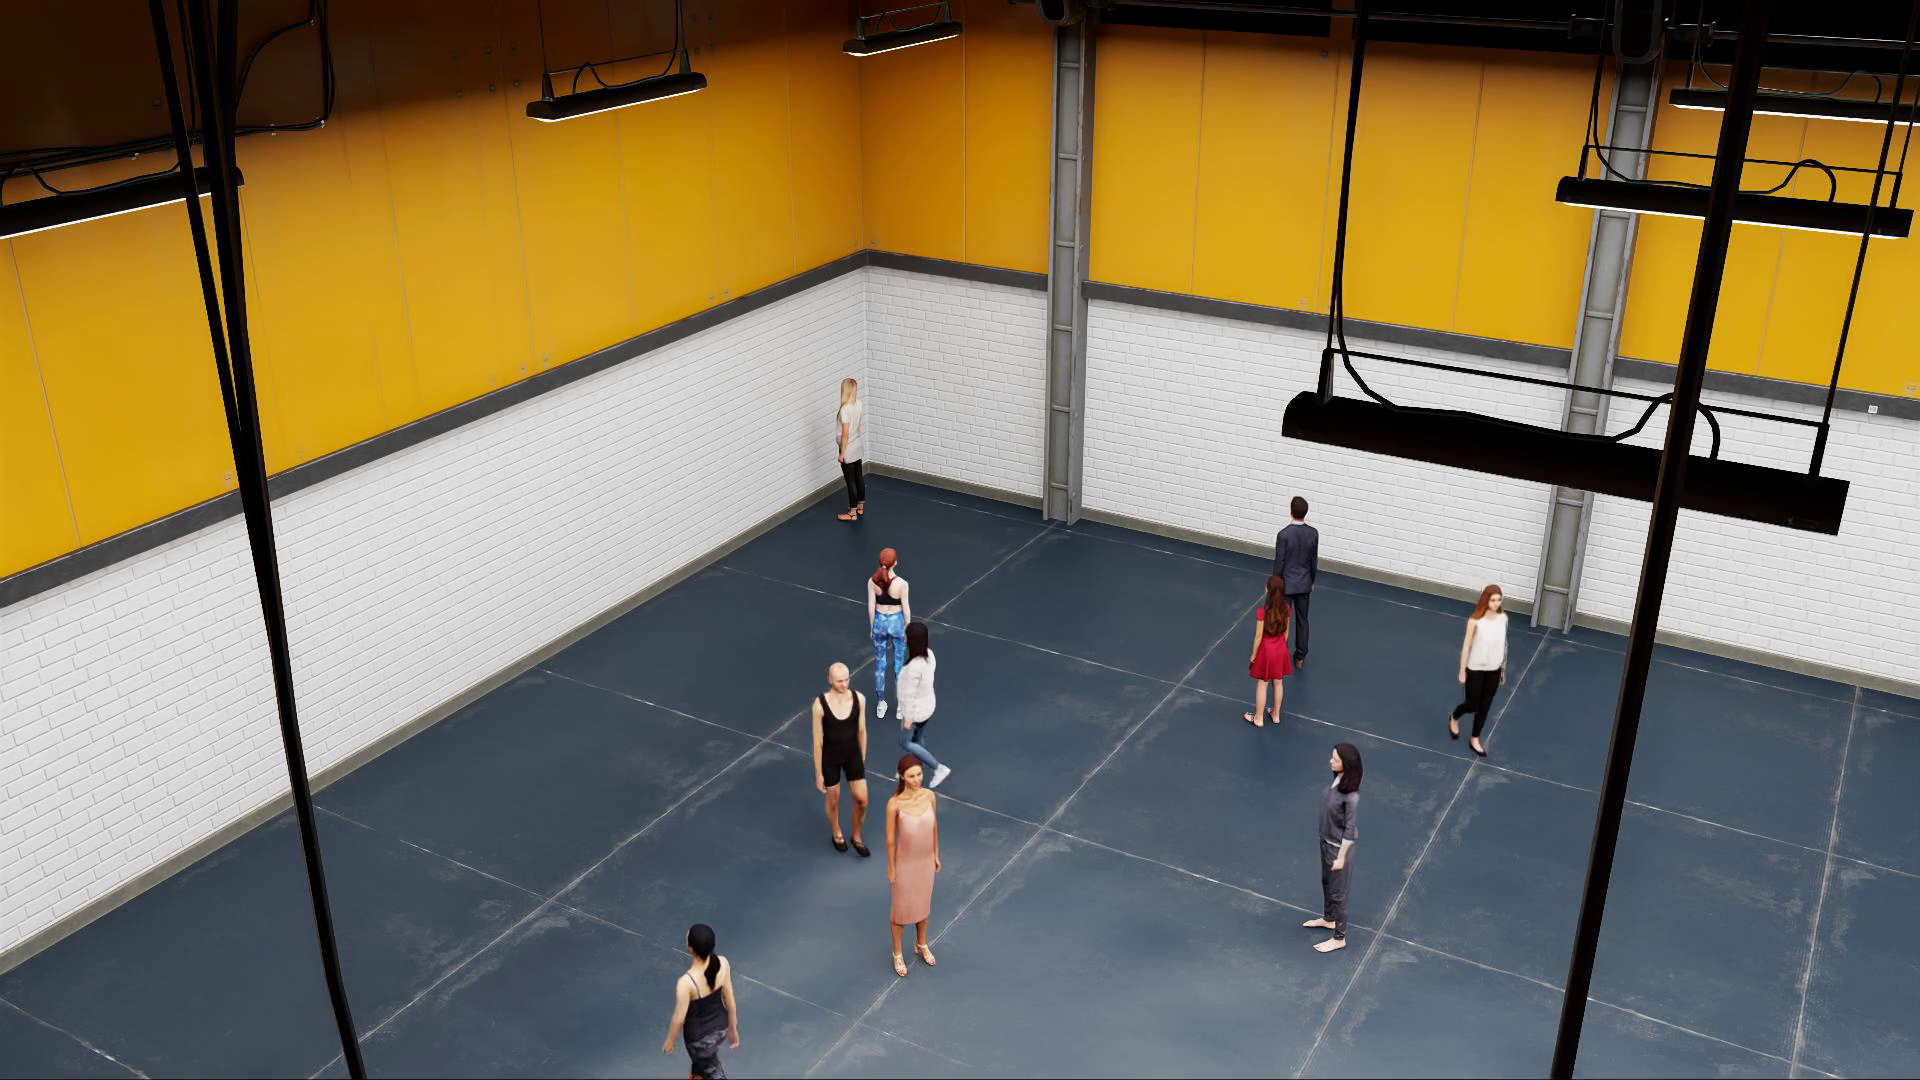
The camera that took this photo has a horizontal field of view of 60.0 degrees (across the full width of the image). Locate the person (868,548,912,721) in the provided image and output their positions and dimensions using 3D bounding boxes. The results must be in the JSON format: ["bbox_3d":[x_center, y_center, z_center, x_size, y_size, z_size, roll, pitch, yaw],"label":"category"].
[{"bbox_3d":[-0.678,0.895,16.045,0.619,1.785,0.711,4,24,10],"label":"person"}]

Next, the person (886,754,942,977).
[{"bbox_3d":[-0.364,2.421,12.496,0.659,1.831,0.669,-13,27,-27],"label":"person"}]

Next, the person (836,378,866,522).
[{"bbox_3d":[-1.341,-1.133,20.632,0.546,1.827,0.618,10,26,23],"label":"person"}]

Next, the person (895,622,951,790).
[{"bbox_3d":[-0.320,1.504,14.846,0.846,1.629,0.732,7,25,15],"label":"person"}]

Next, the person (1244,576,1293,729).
[{"bbox_3d":[2.981,1.059,15.959,0.680,1.554,0.740,-9,25,-19],"label":"person"}]

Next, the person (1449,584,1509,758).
[{"bbox_3d":[4.828,1.173,15.499,0.788,1.713,0.848,-6,24,-14],"label":"person"}]

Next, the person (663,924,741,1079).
[{"bbox_3d":[-1.564,3.277,10.718,1.138,1.687,0.634,16,28,32],"label":"person"}]

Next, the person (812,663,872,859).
[{"bbox_3d":[-1.044,1.804,13.949,0.813,1.799,0.861,-9,25,-20],"label":"person"}]

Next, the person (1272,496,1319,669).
[{"bbox_3d":[3.394,0.441,16.981,0.736,1.867,0.794,-6,24,-14],"label":"person"}]

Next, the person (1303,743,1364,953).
[{"bbox_3d":[2.908,2.334,12.778,0.692,1.765,0.669,-2,24,-5],"label":"person"}]
